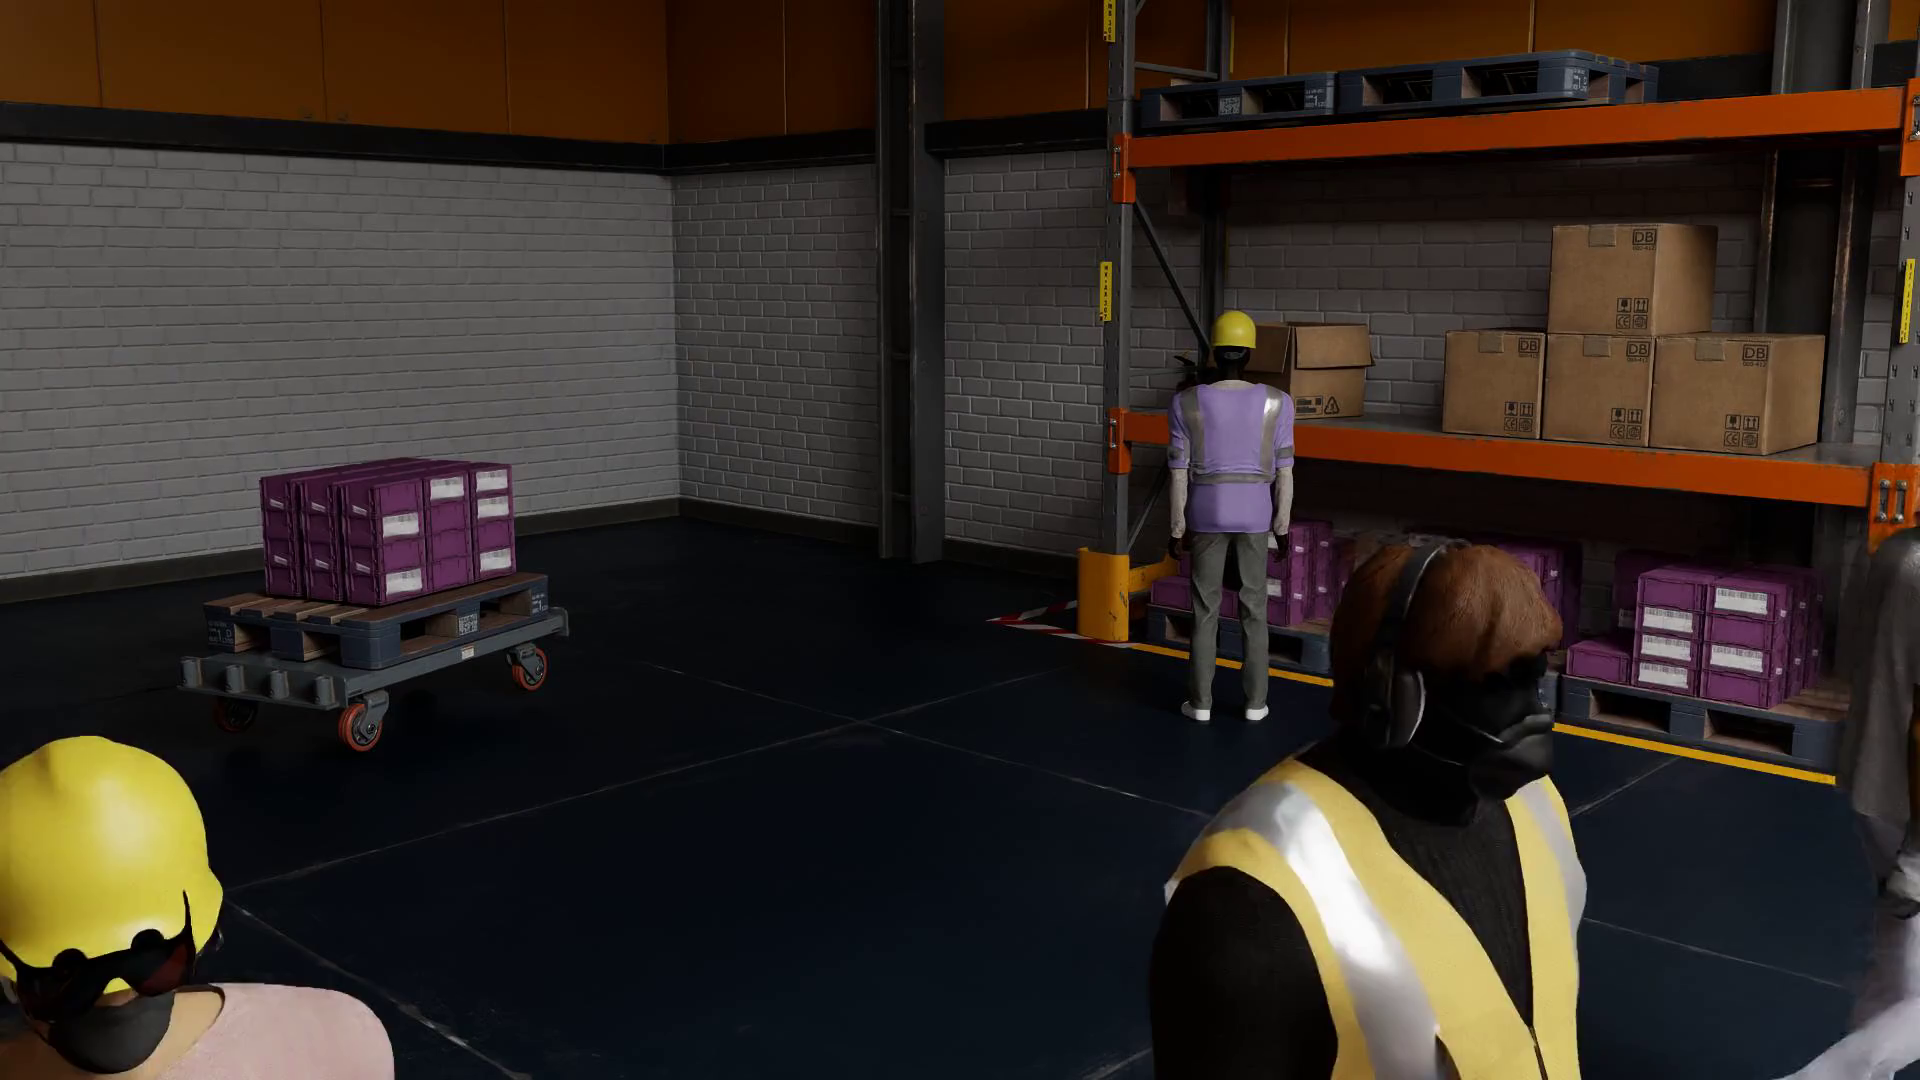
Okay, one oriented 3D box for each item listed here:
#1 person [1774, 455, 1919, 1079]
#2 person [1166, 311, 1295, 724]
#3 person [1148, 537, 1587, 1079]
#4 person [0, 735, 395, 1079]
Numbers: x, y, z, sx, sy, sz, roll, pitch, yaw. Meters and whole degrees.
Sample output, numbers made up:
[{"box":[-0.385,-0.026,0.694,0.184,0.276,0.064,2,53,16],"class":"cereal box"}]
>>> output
[{"box":[2.113,0.604,3.710,0.448,1.849,0.525,2,9,10],"class":"person"},{"box":[1.247,-0.094,7.736,0.588,1.927,0.365,0,9,2],"class":"person"},{"box":[0.508,0.899,1.948,0.440,1.830,0.625,9,13,44],"class":"person"},{"box":[-0.877,0.981,1.747,0.540,1.725,0.742,-7,12,-38],"class":"person"}]
